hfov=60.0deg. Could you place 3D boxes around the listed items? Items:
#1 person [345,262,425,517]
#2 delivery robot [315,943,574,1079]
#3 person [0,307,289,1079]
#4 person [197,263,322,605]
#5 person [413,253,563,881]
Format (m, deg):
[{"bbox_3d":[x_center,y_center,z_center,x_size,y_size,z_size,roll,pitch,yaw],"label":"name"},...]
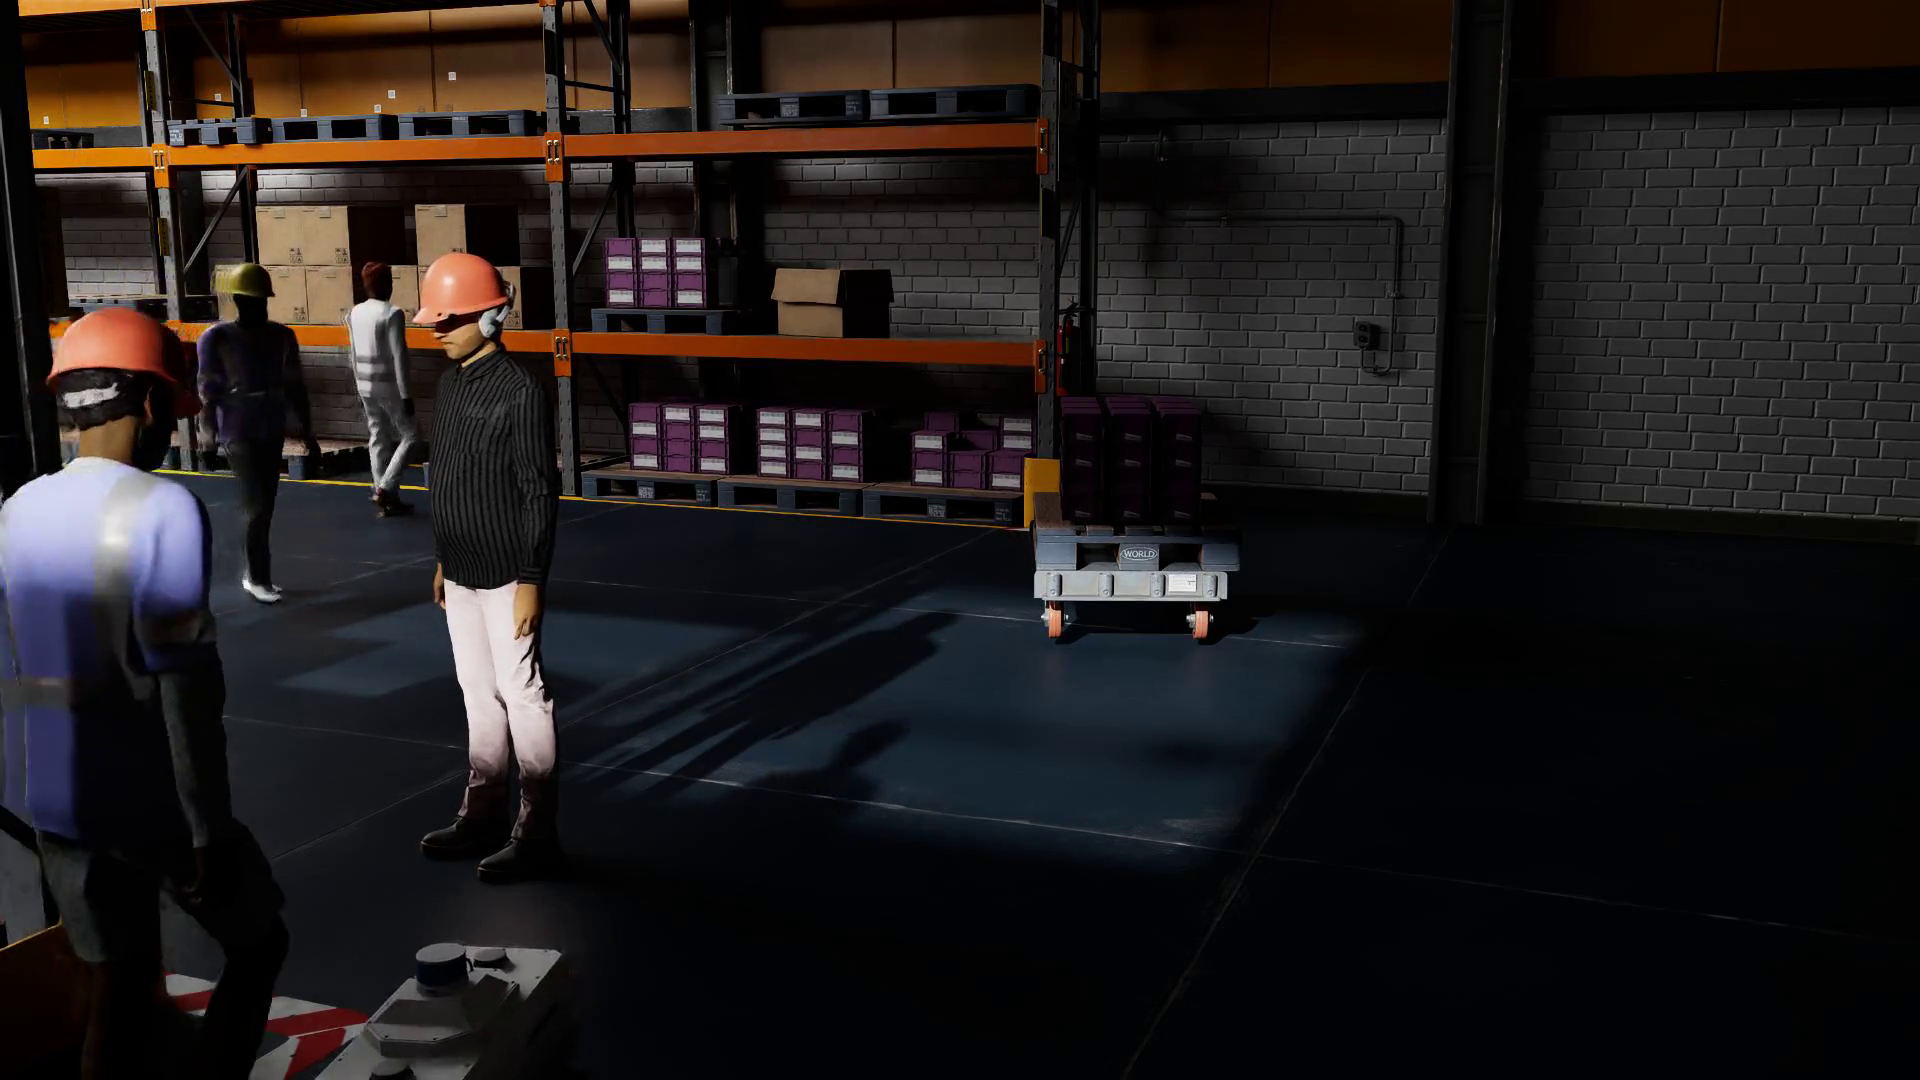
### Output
[{"bbox_3d":[-4.208,-1.089,12.172,0.615,1.875,0.398,6,12,30],"label":"person"},{"bbox_3d":[-1.073,1.087,3.481,0.477,0.478,0.707,1,10,5],"label":"delivery robot"},{"bbox_3d":[-1.589,0.503,3.267,0.636,1.890,0.507,5,11,25],"label":"person"},{"bbox_3d":[-3.926,-0.594,9.377,0.709,1.901,0.589,6,12,29],"label":"person"},{"bbox_3d":[-1.518,0.087,5.326,0.608,1.986,0.389,9,14,42],"label":"person"}]
